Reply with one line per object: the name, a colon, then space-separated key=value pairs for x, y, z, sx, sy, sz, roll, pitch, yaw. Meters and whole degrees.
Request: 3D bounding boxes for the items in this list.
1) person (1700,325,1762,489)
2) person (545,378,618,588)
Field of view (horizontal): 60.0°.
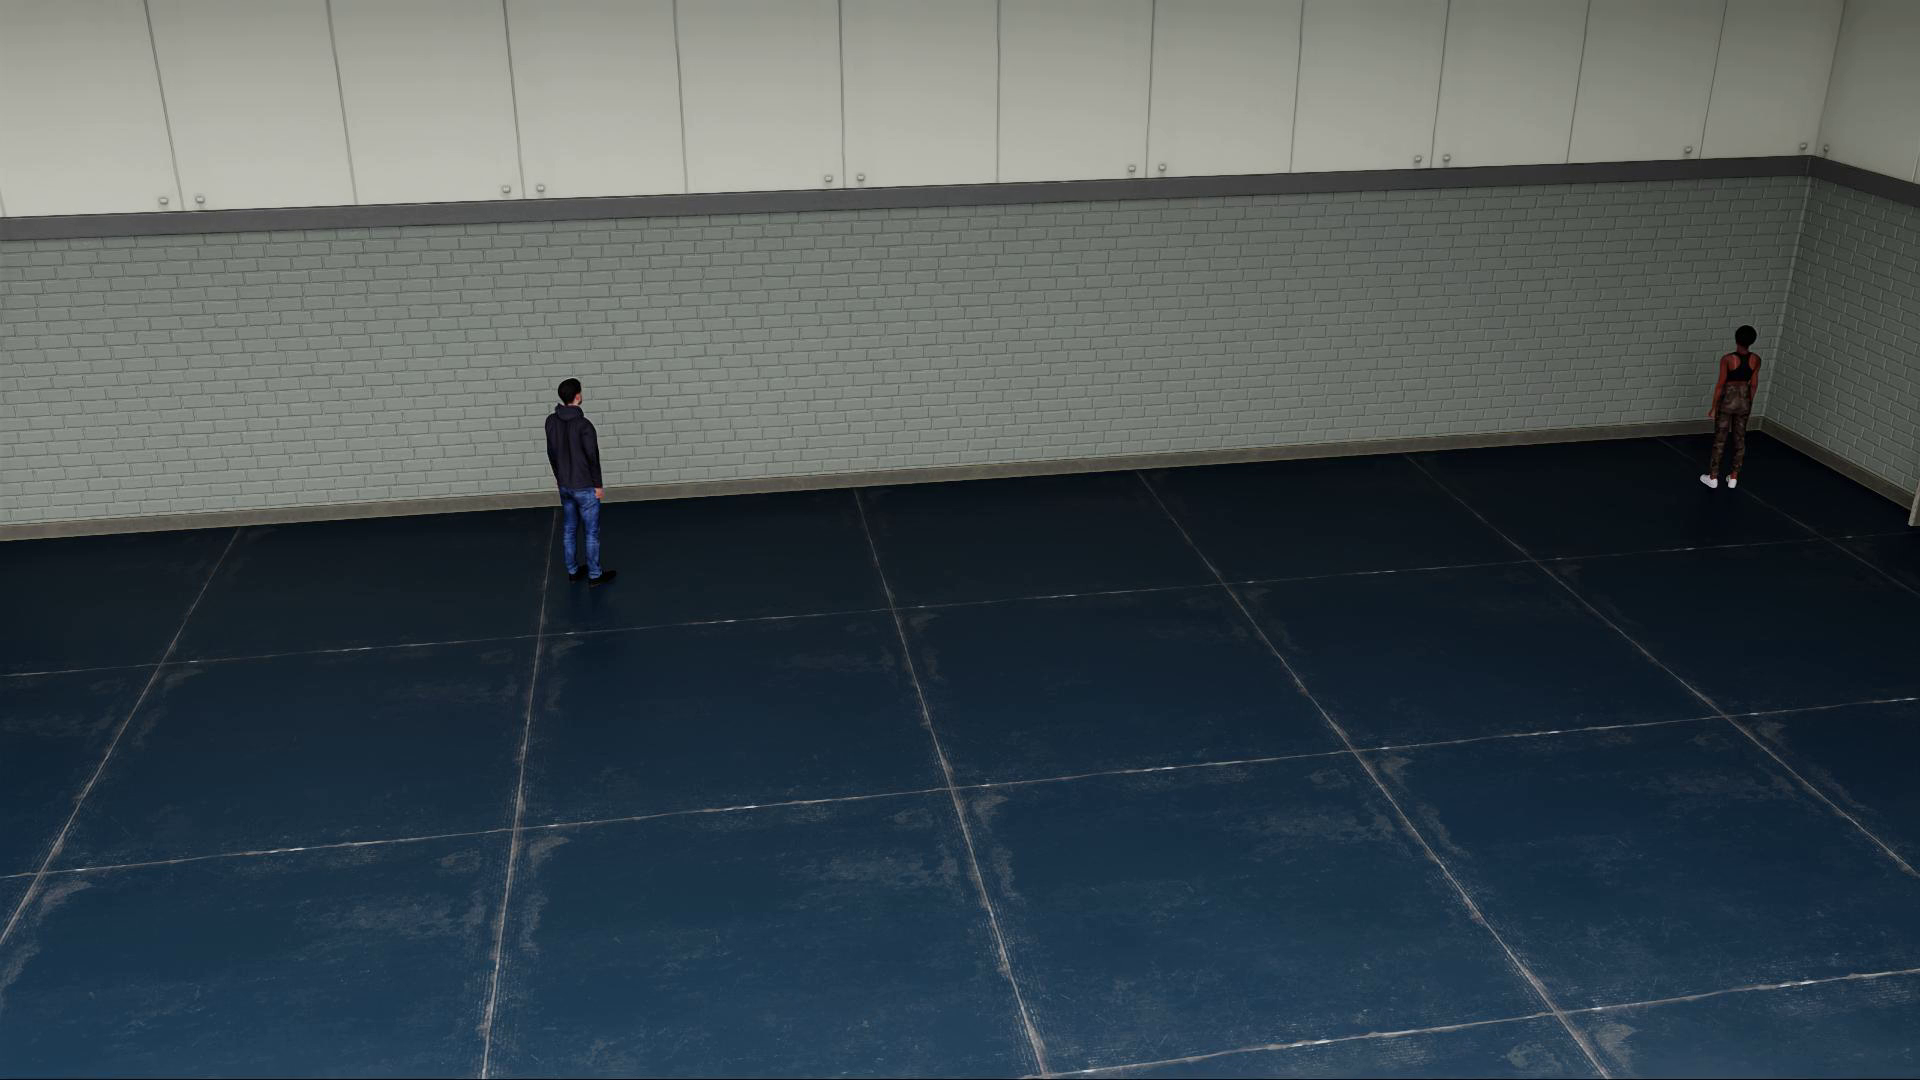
person: x=7.851 y=-1.360 z=16.891 sx=0.620 sy=1.699 sz=0.605 roll=2 pitch=23 yaw=4
person: x=-3.370 y=-0.503 z=14.625 sx=0.759 sy=1.895 sz=0.780 roll=11 pitch=25 yaw=24
